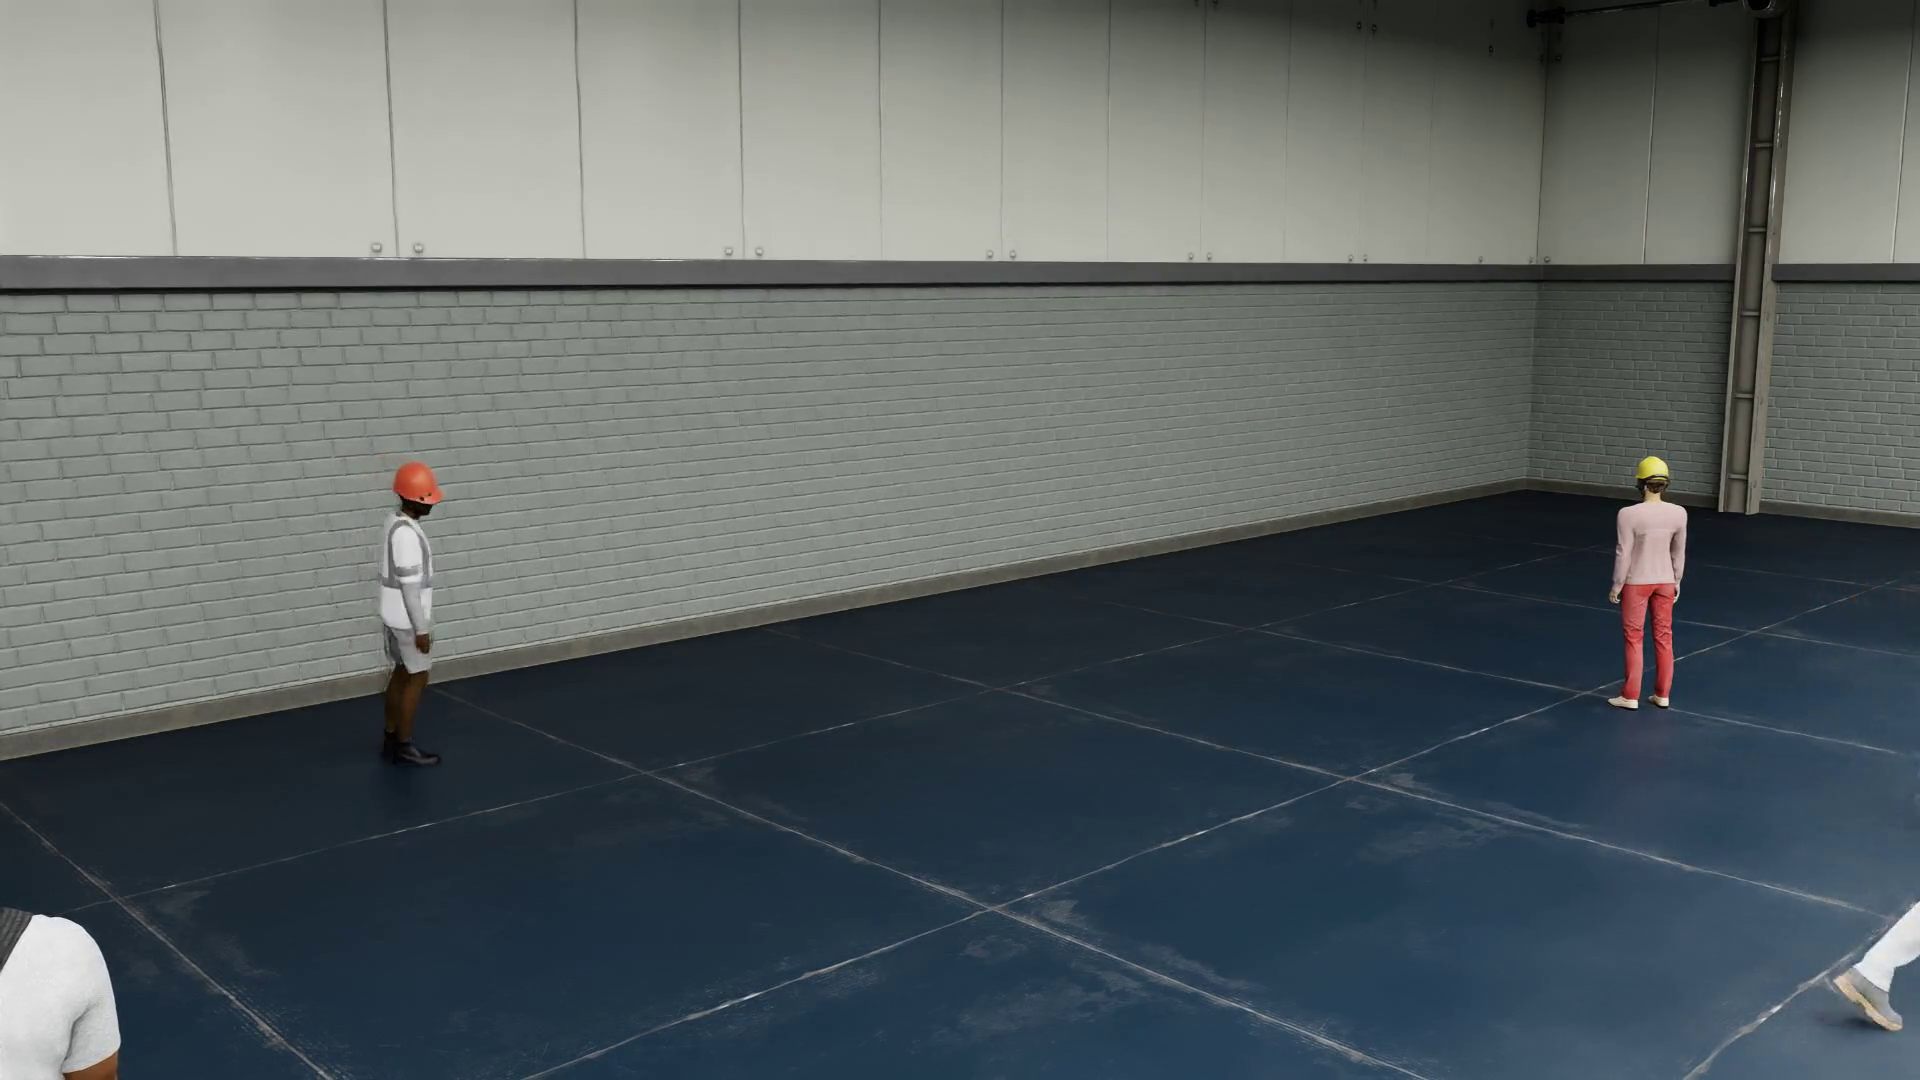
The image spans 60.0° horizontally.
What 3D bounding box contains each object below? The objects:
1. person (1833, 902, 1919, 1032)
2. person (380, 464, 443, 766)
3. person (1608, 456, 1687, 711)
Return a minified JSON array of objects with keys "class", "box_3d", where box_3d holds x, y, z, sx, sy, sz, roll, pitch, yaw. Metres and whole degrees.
[{"class":"person","box_3d":[3.970,1.083,6.428,0.919,1.858,0.573,2,9,10]},{"class":"person","box_3d":[-3.402,0.452,10.263,0.408,1.885,0.773,-4,10,-25]},{"class":"person","box_3d":[4.754,0.303,11.538,0.533,1.767,0.322,-2,9,-10]}]
